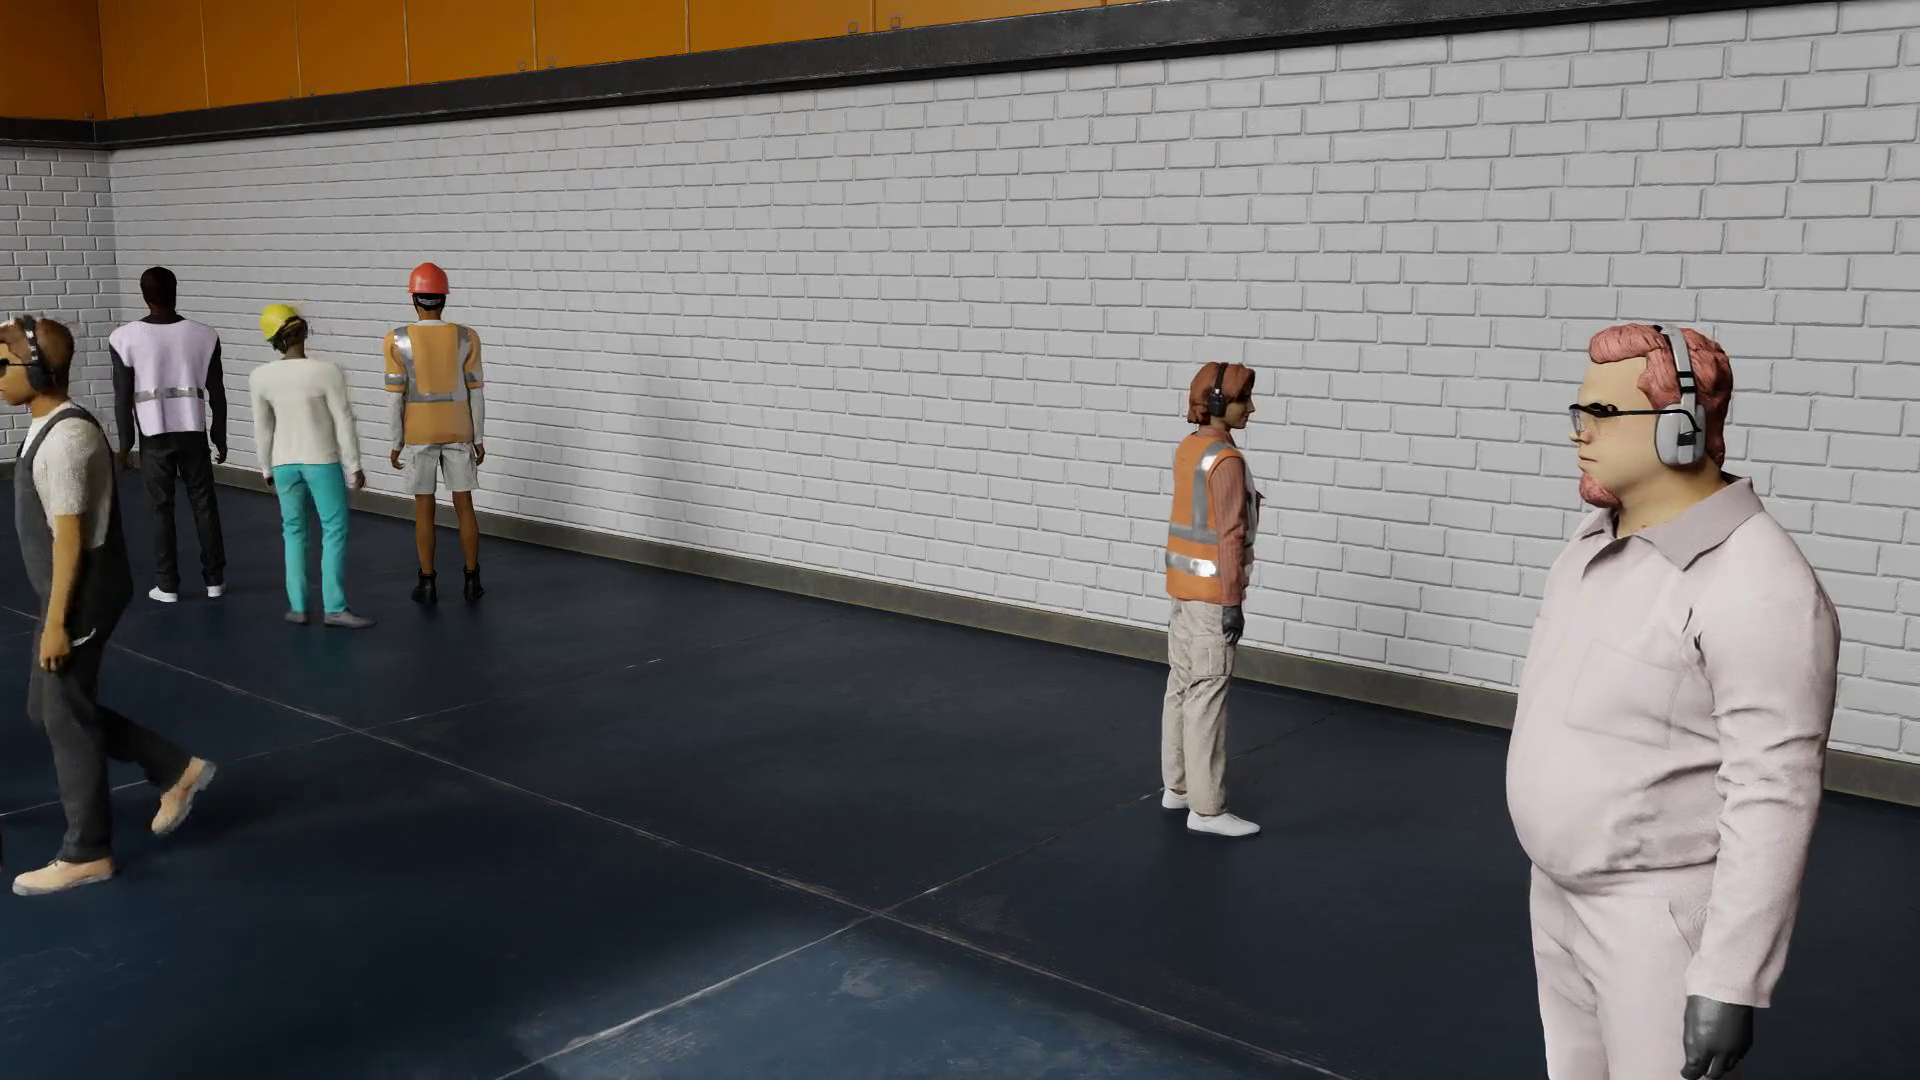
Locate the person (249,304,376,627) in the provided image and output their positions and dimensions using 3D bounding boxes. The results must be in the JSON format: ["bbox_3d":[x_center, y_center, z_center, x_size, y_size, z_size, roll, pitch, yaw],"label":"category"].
[{"bbox_3d":[-3.458,-0.383,8.899,0.658,1.734,0.327,1,10,8],"label":"person"}]

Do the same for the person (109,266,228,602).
[{"bbox_3d":[-4.513,-0.599,9.545,0.592,1.916,0.375,-7,12,-35],"label":"person"}]

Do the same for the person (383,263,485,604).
[{"bbox_3d":[-2.987,-0.601,9.496,0.542,1.939,0.359,-5,11,-25],"label":"person"}]

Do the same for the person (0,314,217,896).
[{"bbox_3d":[-2.747,0.199,5.279,0.541,1.828,0.508,-7,12,-33],"label":"person"}]

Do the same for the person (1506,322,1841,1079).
[{"bbox_3d":[1.095,0.600,2.746,0.402,1.906,0.652,-1,10,-6],"label":"person"}]

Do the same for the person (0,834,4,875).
[{"bbox_3d":[-2.025,0.447,3.255,0.605,2.035,0.392,9,13,41],"label":"person"}]

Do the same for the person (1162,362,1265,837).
[{"bbox_3d":[0.869,0.200,5.796,0.315,1.636,0.514,-2,10,-10],"label":"person"}]
